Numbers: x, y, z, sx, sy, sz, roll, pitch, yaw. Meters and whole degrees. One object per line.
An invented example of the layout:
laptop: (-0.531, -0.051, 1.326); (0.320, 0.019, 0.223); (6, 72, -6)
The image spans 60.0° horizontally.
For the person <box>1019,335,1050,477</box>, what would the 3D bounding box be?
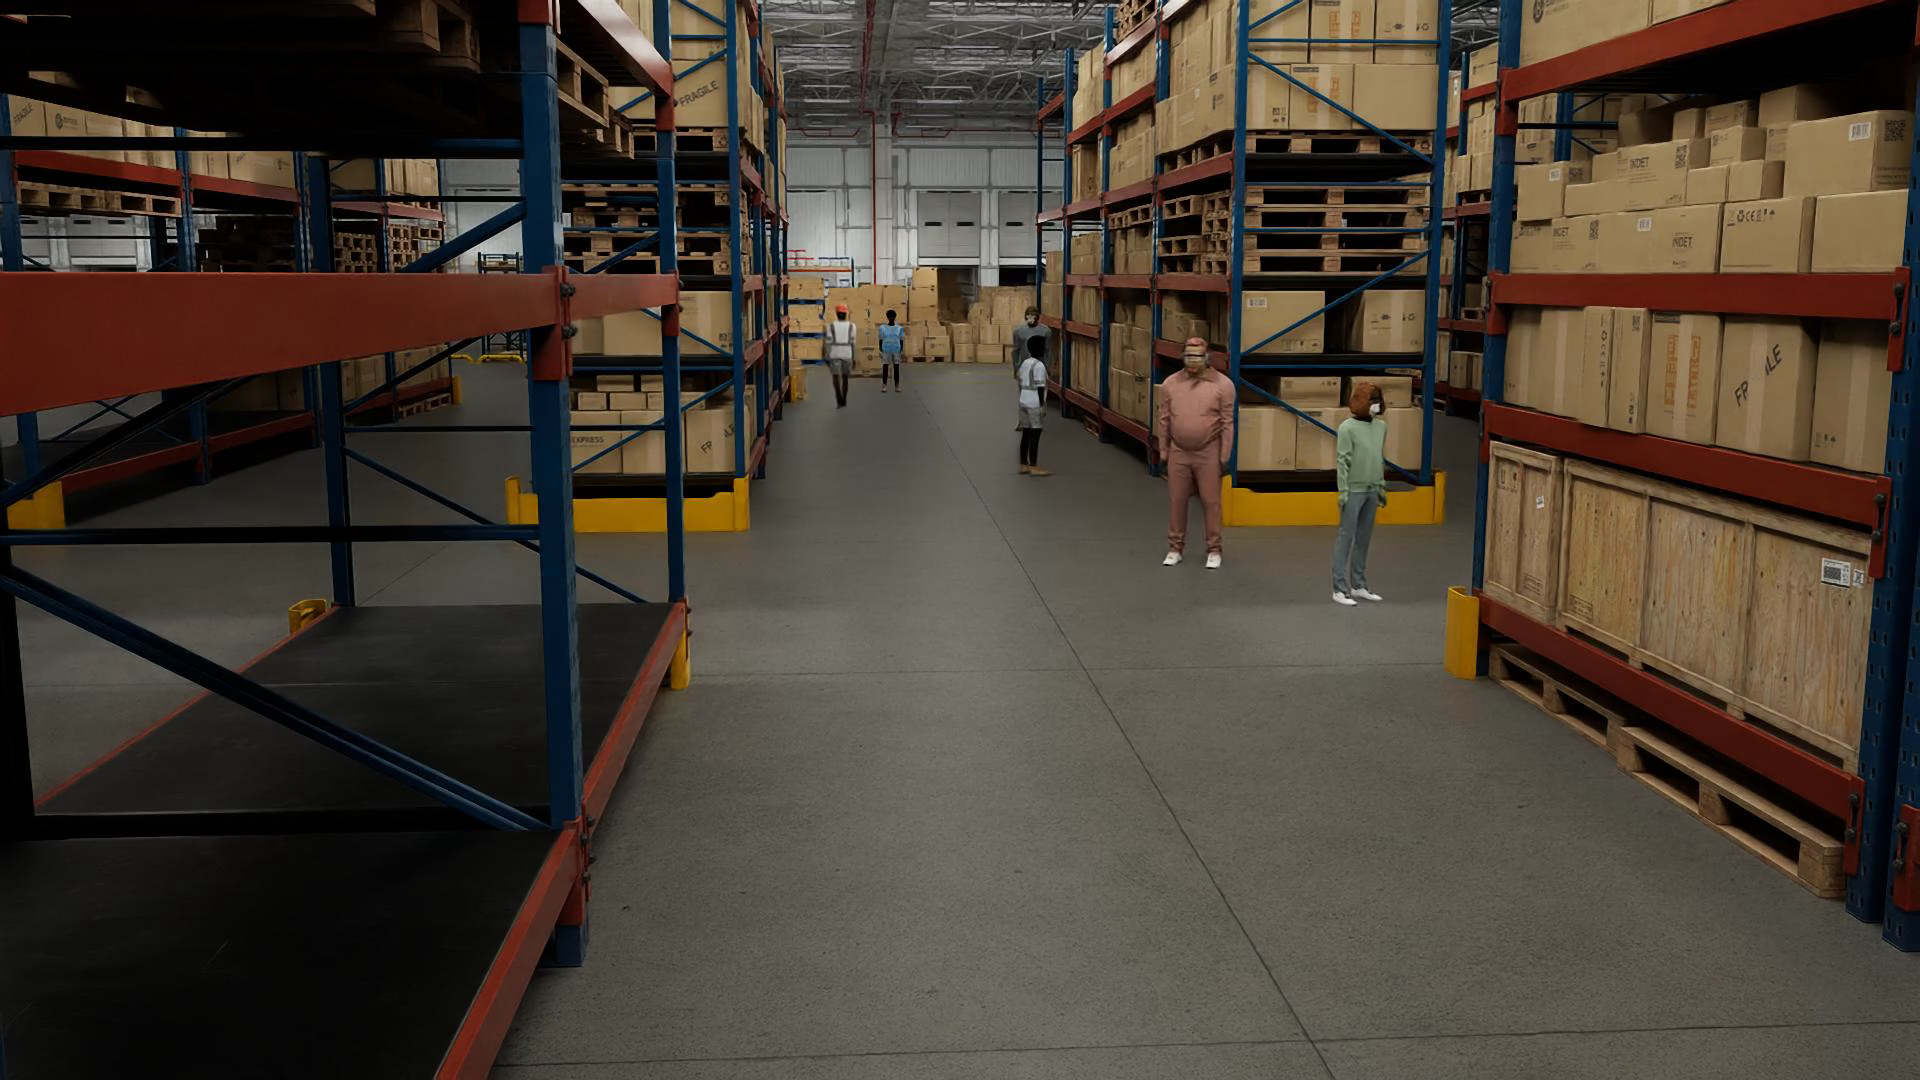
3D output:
person: (0.890, -1.610, 19.938); (0.317, 1.697, 0.540); (-4, 10, -21)

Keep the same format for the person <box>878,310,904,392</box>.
person: (-1.413, -3.872, 34.148); (0.535, 1.697, 0.318); (-1, 9, -6)

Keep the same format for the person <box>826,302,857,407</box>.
person: (-2.149, -3.359, 30.239); (0.554, 1.919, 0.742); (-1, 9, -7)

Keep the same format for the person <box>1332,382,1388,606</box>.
person: (2.941, -0.341, 12.174); (0.501, 1.632, 0.280); (-7, 11, -36)

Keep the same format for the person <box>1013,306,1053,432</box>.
person: (1.119, -2.633, 25.611); (0.629, 1.940, 0.376); (2, 9, 12)

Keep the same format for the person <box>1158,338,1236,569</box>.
person: (1.922, -0.707, 13.669); (0.641, 1.899, 0.396); (4, 10, 25)
